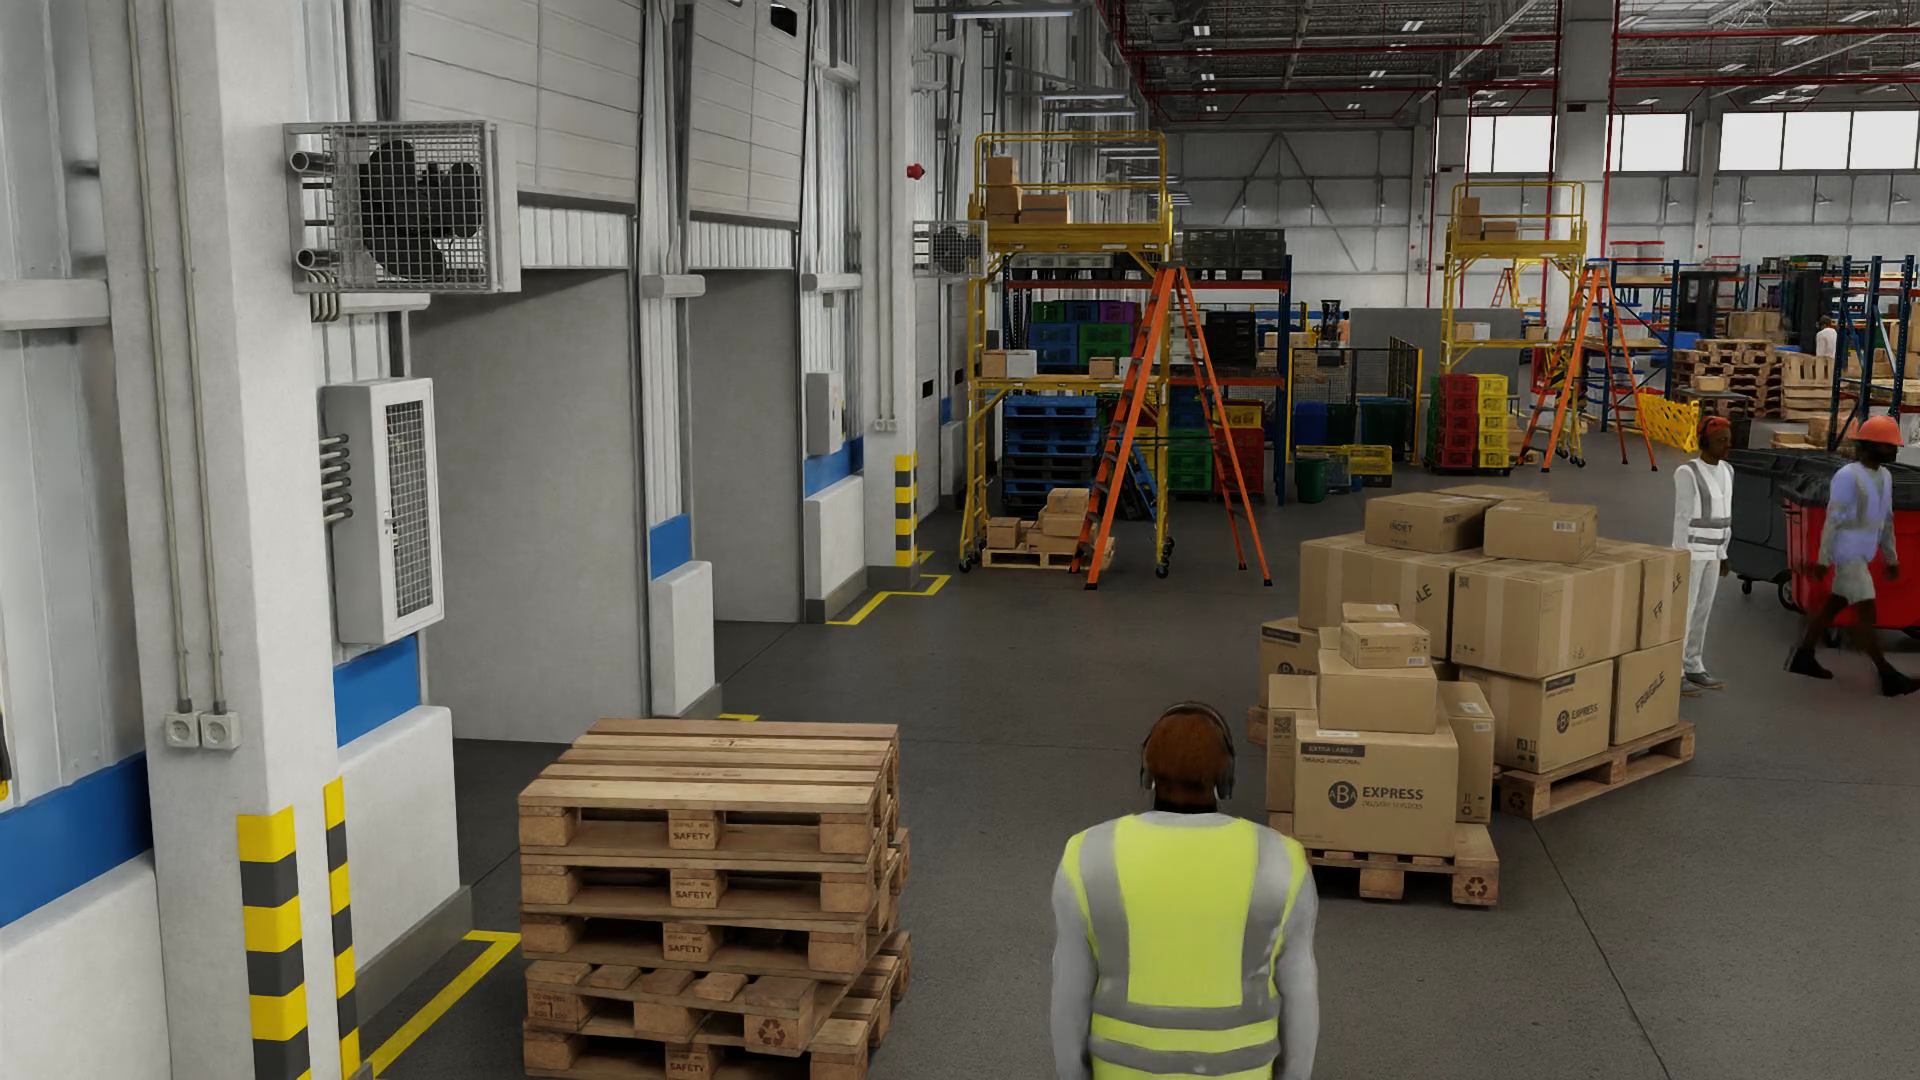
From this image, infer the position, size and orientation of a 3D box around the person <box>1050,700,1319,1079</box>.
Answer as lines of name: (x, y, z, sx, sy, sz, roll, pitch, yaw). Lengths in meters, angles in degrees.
person: (0.534, 1.291, 4.001, 0.634, 1.841, 0.429, 1, 9, 5)

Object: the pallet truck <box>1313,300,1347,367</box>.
pallet truck: (11.159, -6.200, 49.718, 0.823, 1.965, 1.885, 4, 10, 26)

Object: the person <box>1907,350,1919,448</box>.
person: (15.495, -2.341, 26.737, 0.336, 1.734, 0.487, 5, 10, 28)

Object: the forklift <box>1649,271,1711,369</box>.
forklift: (20.823, -6.262, 47.390, 1.873, 2.768, 1.129, -3, 10, -19)

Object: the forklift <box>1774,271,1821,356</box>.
forklift: (19.468, -4.812, 38.445, 1.873, 2.768, 1.129, 1, 9, 9)

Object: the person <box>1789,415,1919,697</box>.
person: (6.142, 0.092, 11.302, 0.553, 1.875, 1.021, -6, 11, -35)

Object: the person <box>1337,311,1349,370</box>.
person: (11.074, -5.719, 47.689, 0.532, 1.694, 0.319, -1, 9, -7)

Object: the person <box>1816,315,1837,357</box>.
person: (17.656, -3.618, 33.986, 0.629, 1.937, 0.379, -6, 11, -33)

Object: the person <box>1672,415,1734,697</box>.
person: (4.994, 0.103, 11.200, 0.575, 1.881, 0.356, -7, 11, -35)
